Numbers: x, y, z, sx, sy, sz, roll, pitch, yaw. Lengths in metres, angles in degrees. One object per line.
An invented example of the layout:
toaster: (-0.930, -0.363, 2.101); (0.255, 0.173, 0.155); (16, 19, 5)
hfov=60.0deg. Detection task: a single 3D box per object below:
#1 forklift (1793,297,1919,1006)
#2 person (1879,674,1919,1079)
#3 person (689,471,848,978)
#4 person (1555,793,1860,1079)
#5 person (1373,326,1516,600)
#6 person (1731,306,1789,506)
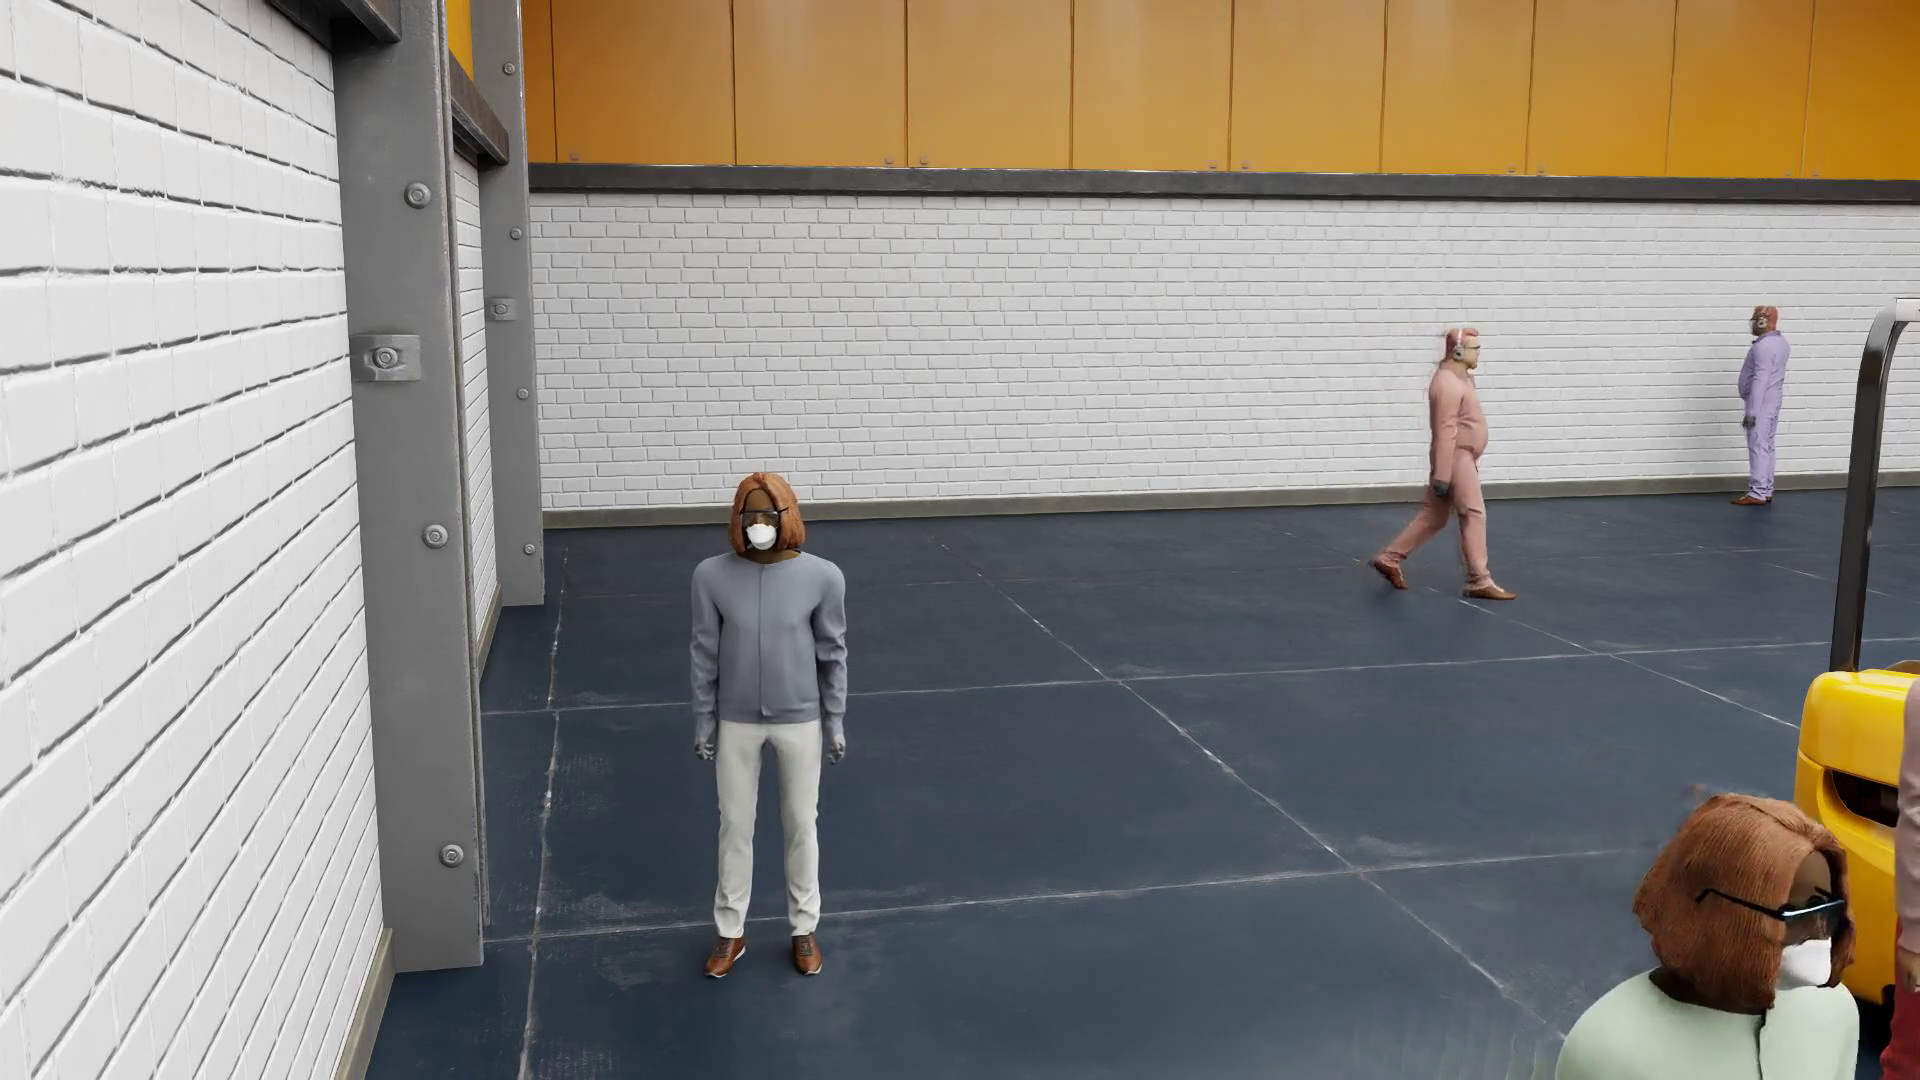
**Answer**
forklift: (3.542, 0.334, 5.177); (2.313, 2.155, 1.214); (-9, 13, -43)
person: (2.220, 0.818, 3.551); (0.523, 1.760, 0.329); (-3, 10, -17)
person: (-0.609, 0.589, 5.319); (0.501, 1.633, 0.286); (0, 9, 0)
person: (1.004, 1.100, 2.353); (0.507, 1.593, 0.852); (-5, 10, -27)
person: (3.349, -0.536, 11.439); (0.919, 1.877, 0.636); (2, 10, 13)
person: (7.630, -1.276, 15.892); (0.398, 1.903, 0.682); (7, 12, 38)
